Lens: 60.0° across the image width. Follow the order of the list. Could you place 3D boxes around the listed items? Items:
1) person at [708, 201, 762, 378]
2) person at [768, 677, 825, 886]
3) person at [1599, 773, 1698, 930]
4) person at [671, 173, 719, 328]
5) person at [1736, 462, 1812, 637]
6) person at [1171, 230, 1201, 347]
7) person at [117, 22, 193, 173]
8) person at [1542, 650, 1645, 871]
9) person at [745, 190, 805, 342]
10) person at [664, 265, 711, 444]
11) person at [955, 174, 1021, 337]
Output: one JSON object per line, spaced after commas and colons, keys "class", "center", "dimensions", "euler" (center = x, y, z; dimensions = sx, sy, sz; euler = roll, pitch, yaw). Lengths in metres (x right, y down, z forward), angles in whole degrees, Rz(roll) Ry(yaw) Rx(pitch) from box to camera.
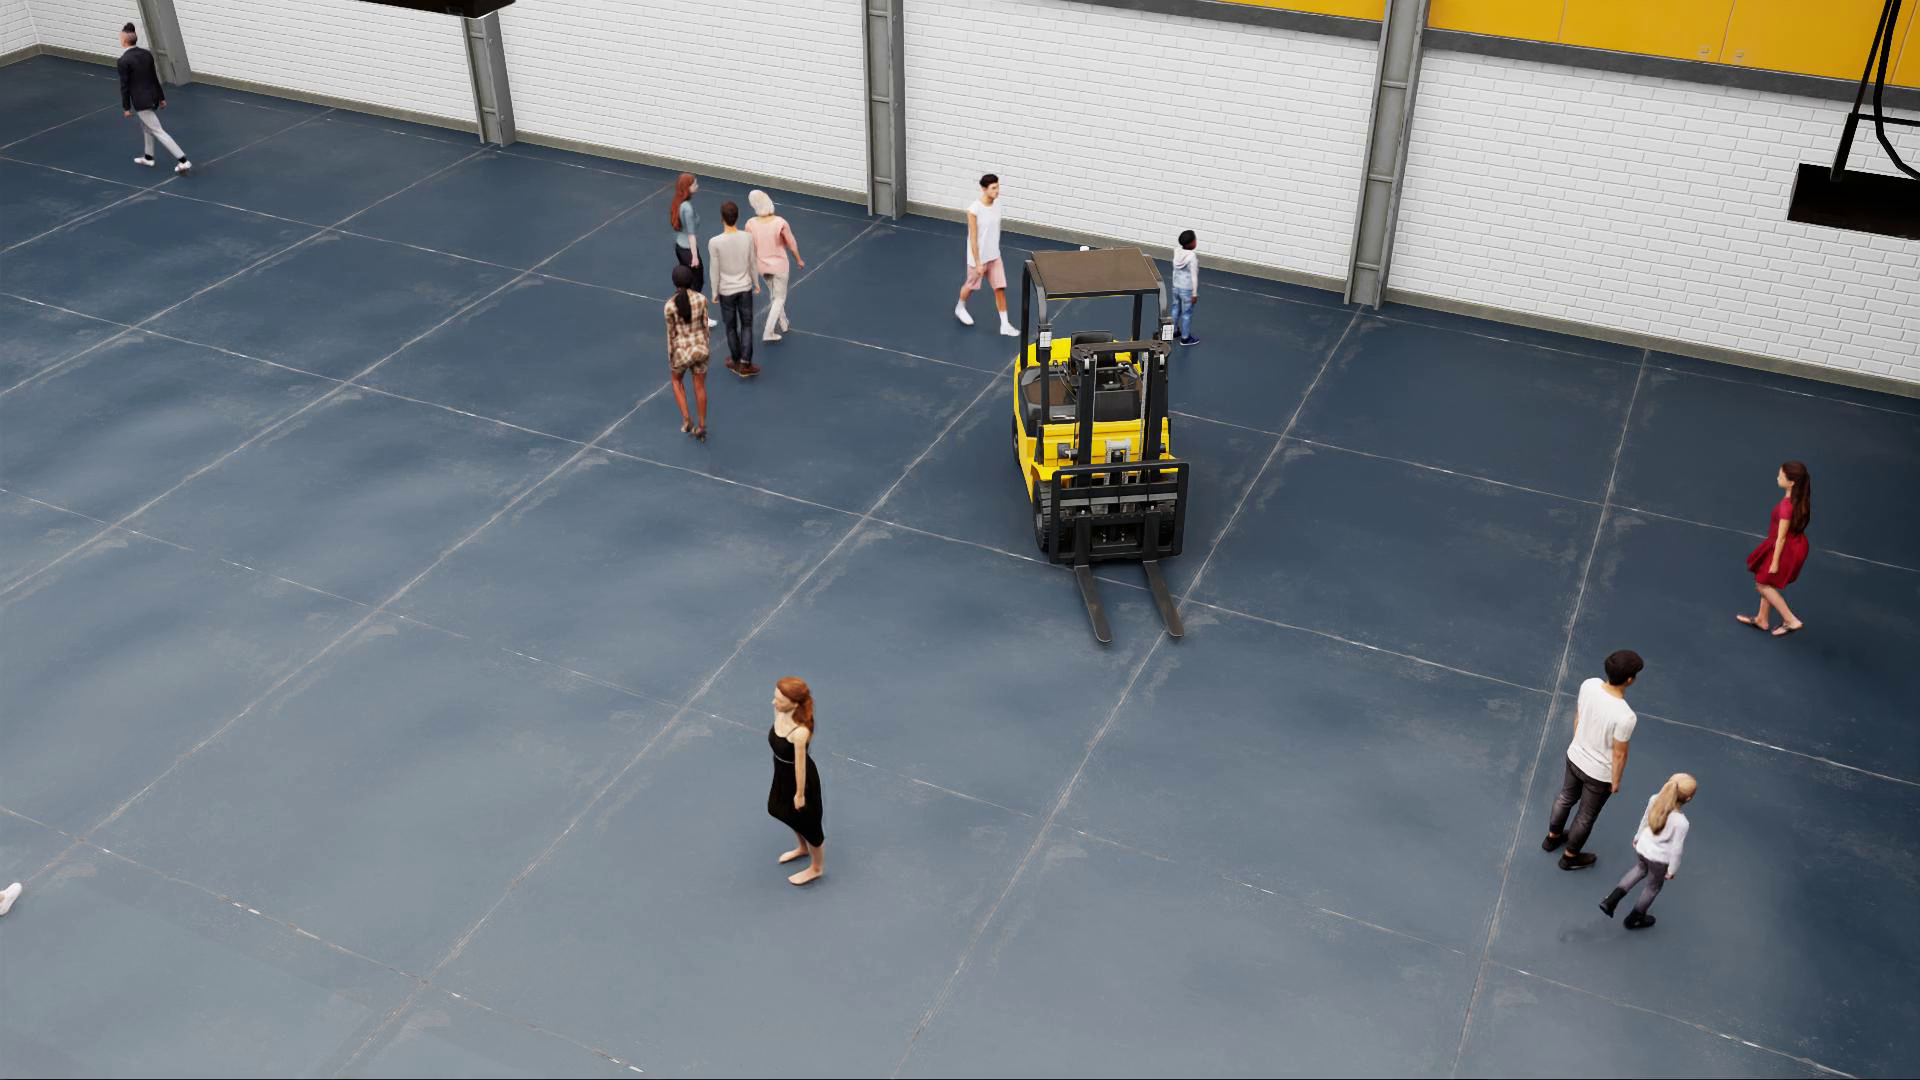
{"class": "person", "center": [-2.248, -2.504, 16.705], "dimensions": [0.838, 1.860, 0.889], "euler": [-11, 35, -16]}
{"class": "person", "center": [-1.050, 1.549, 10.822], "dimensions": [0.726, 1.623, 0.653], "euler": [-17, 37, -24]}
{"class": "person", "center": [4.327, 1.988, 10.481], "dimensions": [0.748, 1.270, 0.688], "euler": [-12, 35, -17]}
{"class": "person", "center": [-2.885, -3.043, 17.629], "dimensions": [0.780, 1.735, 0.716], "euler": [-15, 36, -21]}
{"class": "person", "center": [6.558, 0.111, 13.071], "dimensions": [0.842, 1.527, 0.671], "euler": [27, 42, 35]}
{"class": "person", "center": [2.358, -2.669, 17.496], "dimensions": [0.622, 1.260, 0.546], "euler": [-21, 39, -28]}
{"class": "person", "center": [-10.399, -5.638, 21.377], "dimensions": [1.250, 1.909, 0.804], "euler": [11, 35, 16]}
{"class": "person", "center": [4.152, 1.432, 10.914], "dimensions": [0.741, 1.717, 0.681], "euler": [-12, 35, -17]}
{"class": "person", "center": [-1.986, -2.833, 17.363], "dimensions": [0.827, 1.680, 0.853], "euler": [12, 35, 17]}
{"class": "person", "center": [-2.489, -1.692, 15.553], "dimensions": [0.727, 1.783, 0.782], "euler": [-14, 36, -21]}
{"class": "person", "center": [0.189, -3.025, 17.594], "dimensions": [0.975, 1.745, 1.235], "euler": [-24, 41, -32]}
